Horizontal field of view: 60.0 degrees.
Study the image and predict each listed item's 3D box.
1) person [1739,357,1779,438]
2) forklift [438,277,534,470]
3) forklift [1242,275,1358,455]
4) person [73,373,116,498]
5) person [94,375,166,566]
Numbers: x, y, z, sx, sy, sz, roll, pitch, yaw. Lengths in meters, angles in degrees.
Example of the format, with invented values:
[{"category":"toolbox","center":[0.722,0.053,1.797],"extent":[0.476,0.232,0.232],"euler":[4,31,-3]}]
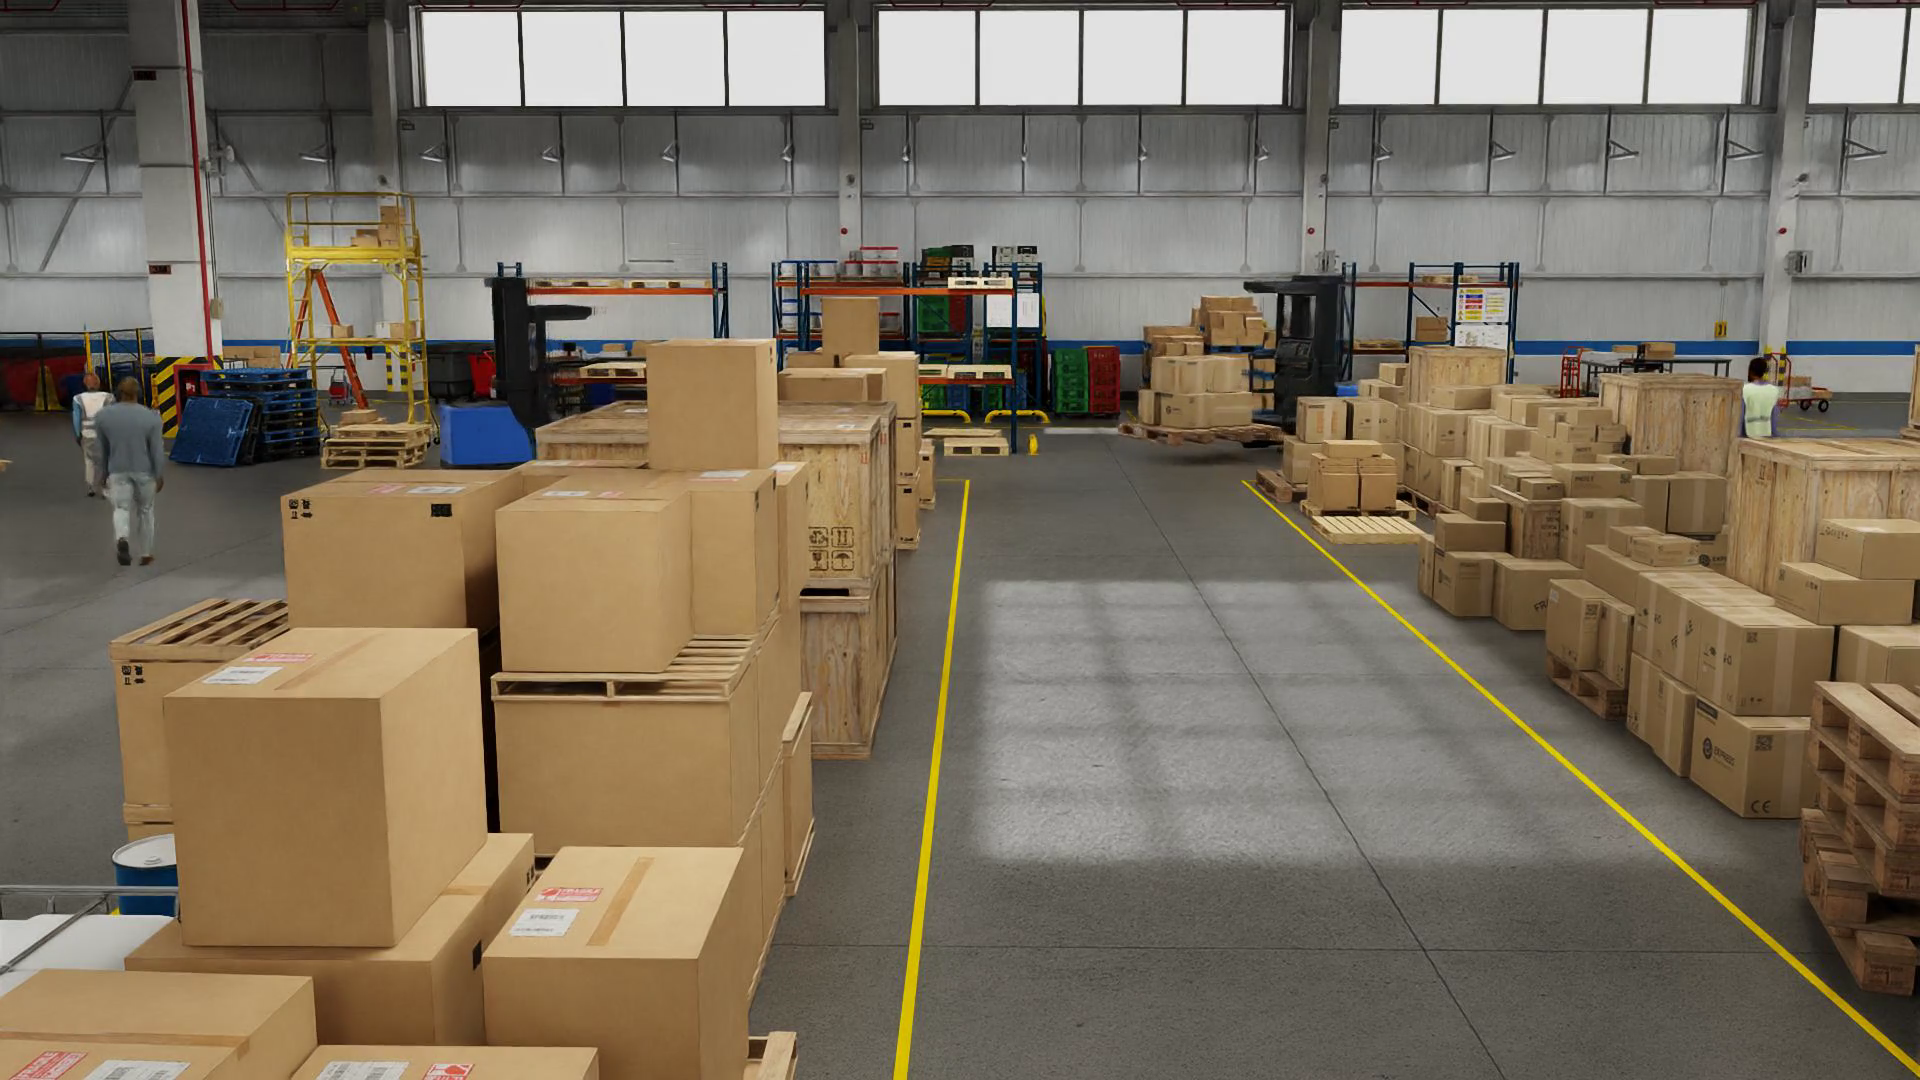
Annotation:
[{"category":"person","center":[9.563,-1.241,19.998],"extent":[0.606,1.897,0.595],"euler":[-3,10,-18]},{"category":"forklift","center":[-6.218,-2.234,23.017],"extent":[1.873,2.768,1.129],"euler":[-5,11,-27]},{"category":"forklift","center":[5.649,-2.824,26.553],"extent":[1.873,2.768,1.129],"euler":[-4,10,-22]},{"category":"person","center":[-11.169,-1.360,21.567],"extent":[0.527,1.615,0.701],"euler":[-4,10,-22]},{"category":"person","center":[-8.212,-0.666,16.492],"extent":[0.640,1.926,0.670],"euler":[-3,10,-16]}]
